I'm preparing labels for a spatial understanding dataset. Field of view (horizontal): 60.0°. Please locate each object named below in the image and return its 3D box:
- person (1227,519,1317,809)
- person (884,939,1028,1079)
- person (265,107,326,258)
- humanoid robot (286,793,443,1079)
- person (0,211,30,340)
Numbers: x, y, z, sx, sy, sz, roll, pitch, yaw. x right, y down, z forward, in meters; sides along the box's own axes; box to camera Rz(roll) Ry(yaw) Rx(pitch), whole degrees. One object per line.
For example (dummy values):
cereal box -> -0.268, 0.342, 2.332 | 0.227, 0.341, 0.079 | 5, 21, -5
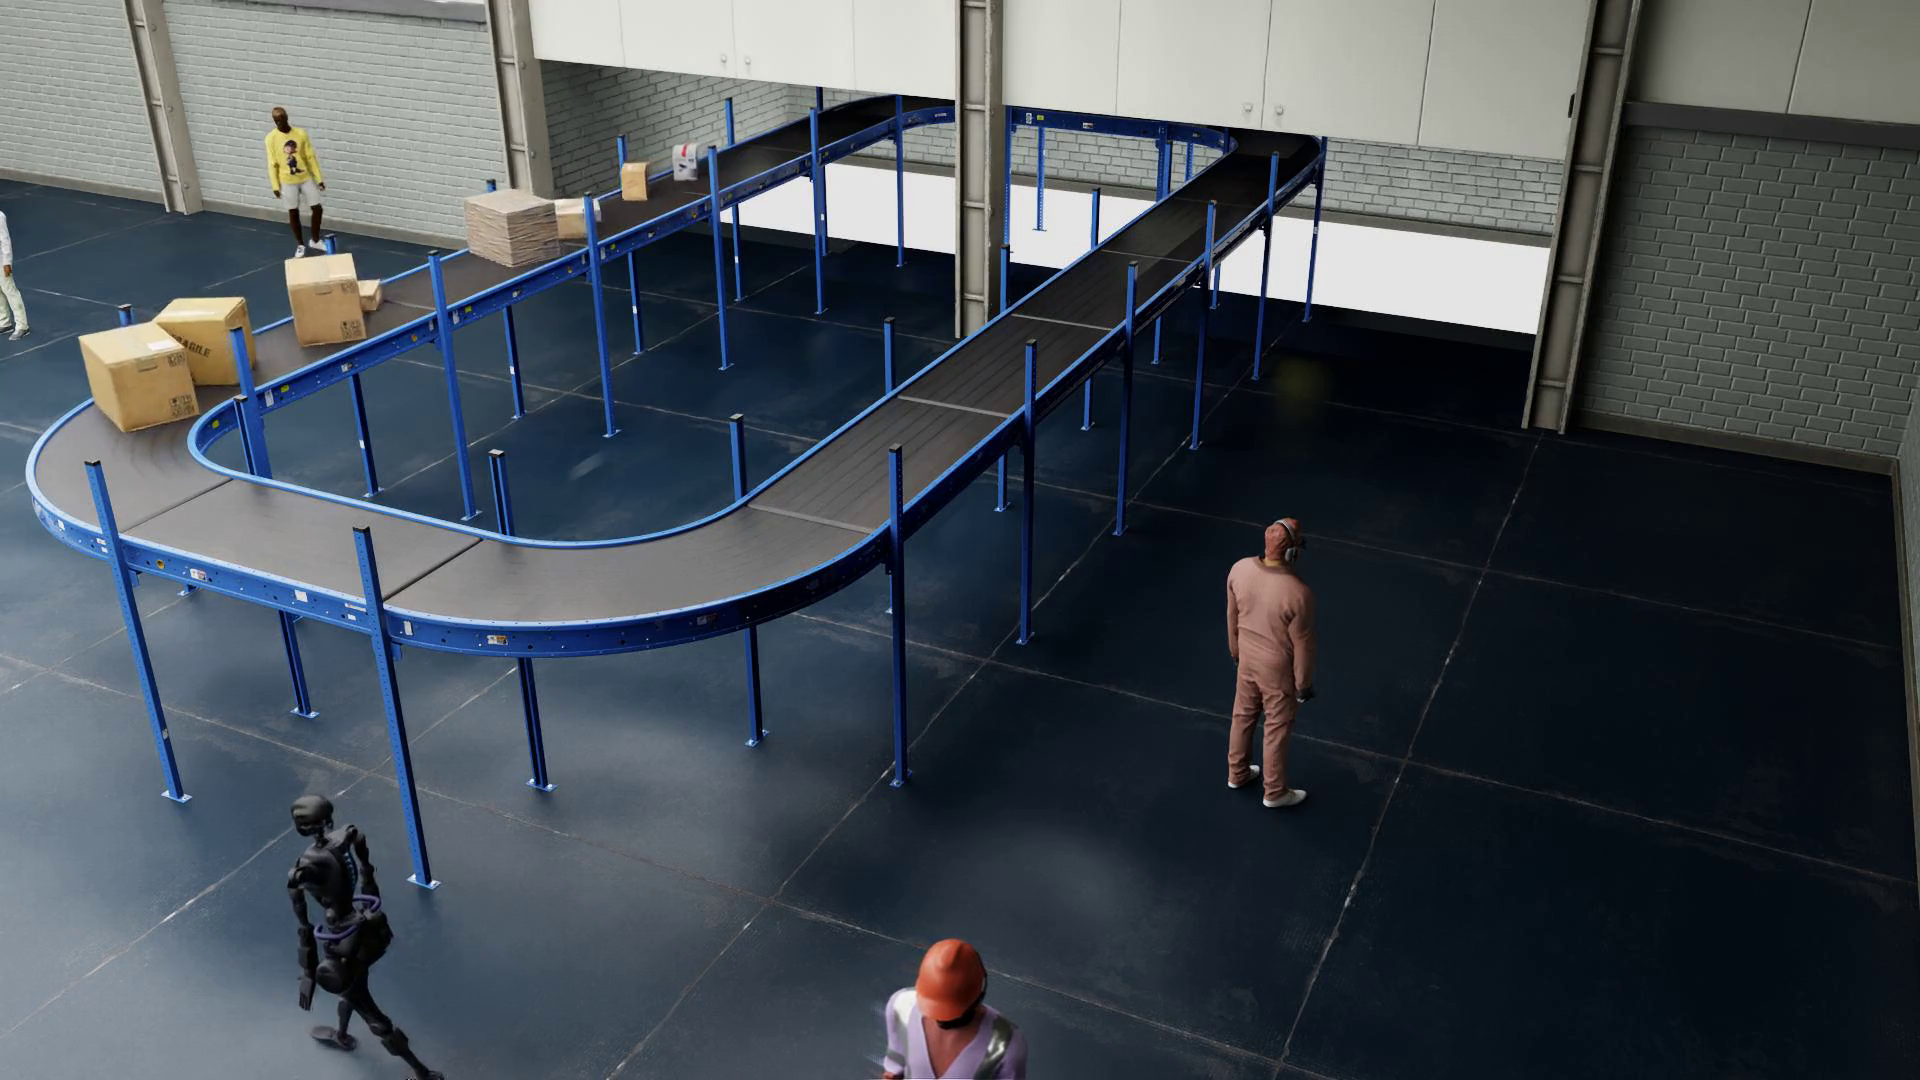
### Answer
person -> 1.908, 0.747, 10.131 | 0.413, 1.908, 0.639 | -20, 32, -34
person -> -0.036, 2.408, 6.645 | 0.607, 2.035, 0.402 | 13, 29, 25
person -> -8.208, -4.439, 20.609 | 0.626, 1.878, 0.416 | -14, 30, -26
humanoid robot -> -2.954, 1.949, 8.049 | 0.842, 1.618, 0.613 | 8, 27, 15
person -> -10.430, -3.032, 17.913 | 0.561, 1.752, 0.322 | 11, 28, 21
